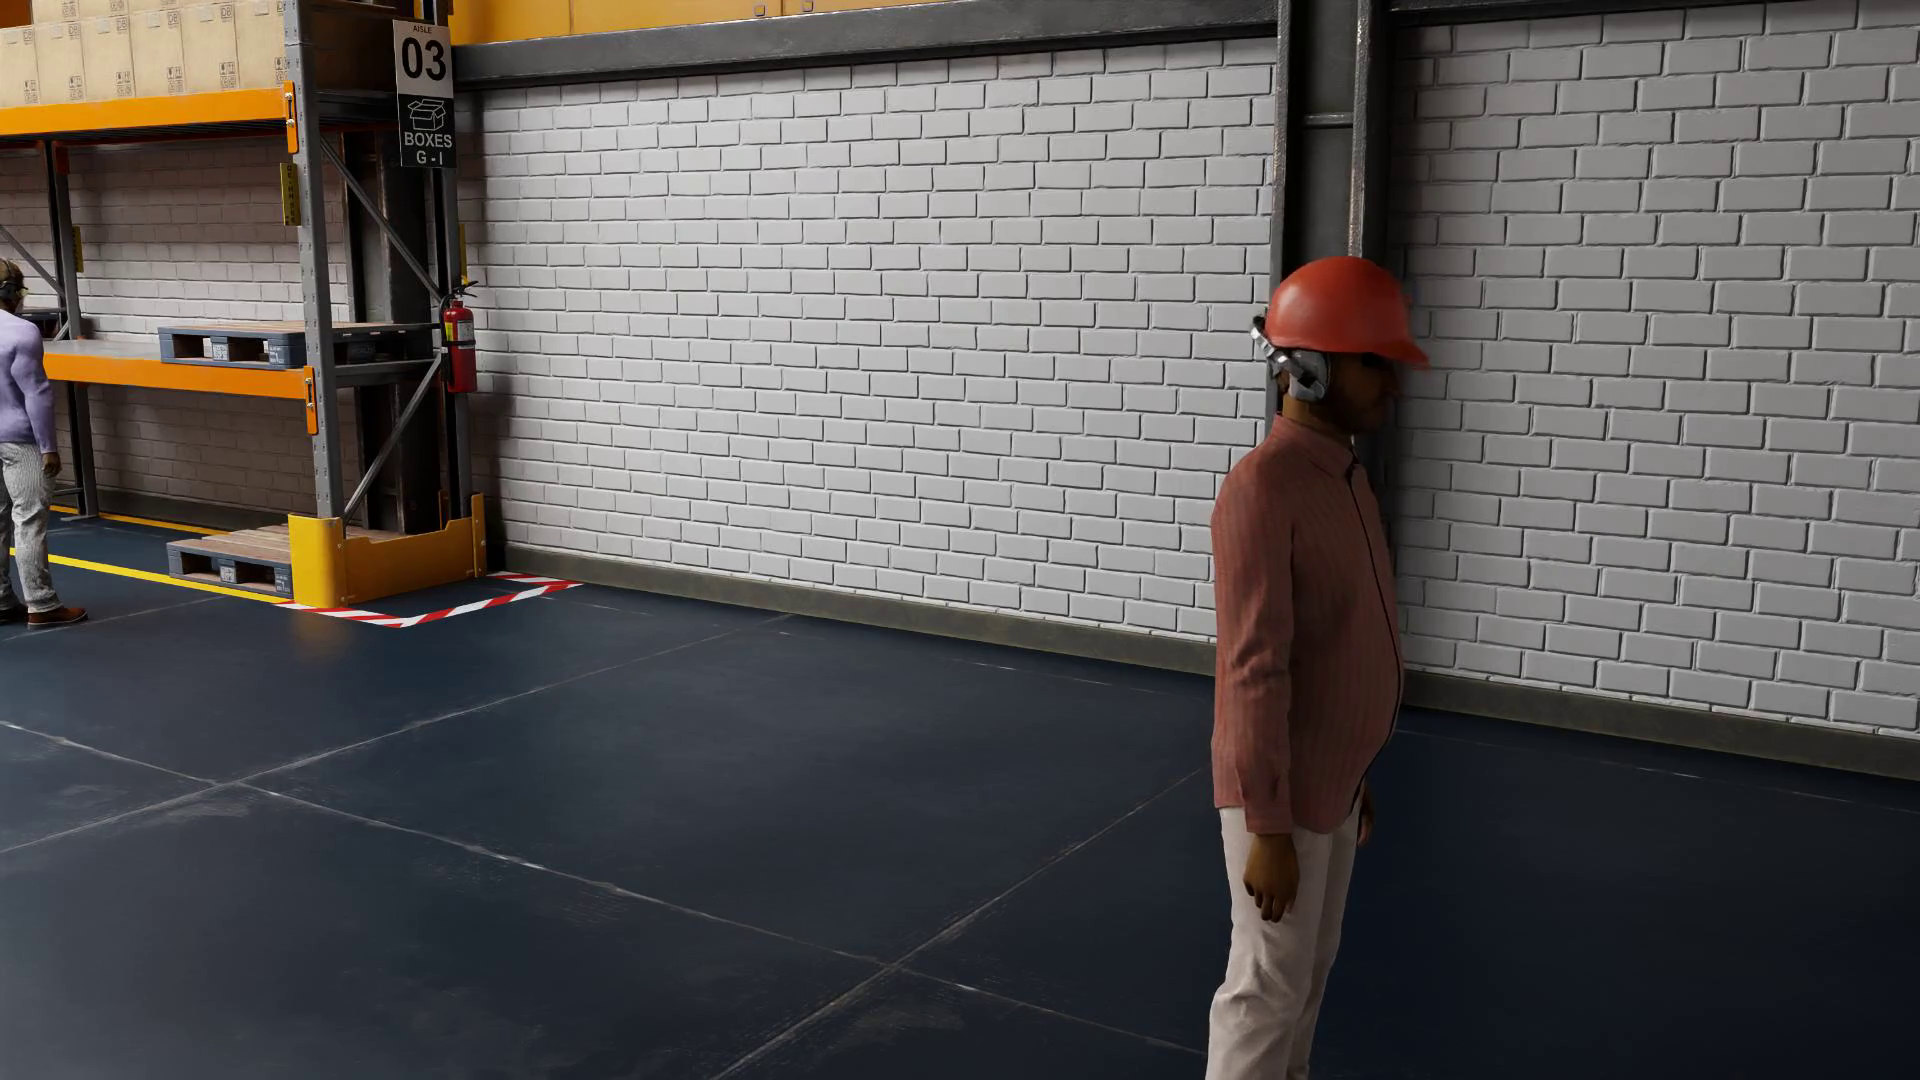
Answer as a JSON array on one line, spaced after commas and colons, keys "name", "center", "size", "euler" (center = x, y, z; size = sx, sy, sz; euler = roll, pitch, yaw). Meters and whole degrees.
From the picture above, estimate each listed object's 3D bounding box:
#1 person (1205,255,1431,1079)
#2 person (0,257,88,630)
[{"name": "person", "center": [0.663, 0.465, 3.184], "size": [0.379, 1.994, 0.611], "euler": [5, 11, 26]}, {"name": "person", "center": [-4.939, -0.494, 8.665], "size": [0.628, 1.935, 0.373], "euler": [4, 11, 20]}]
